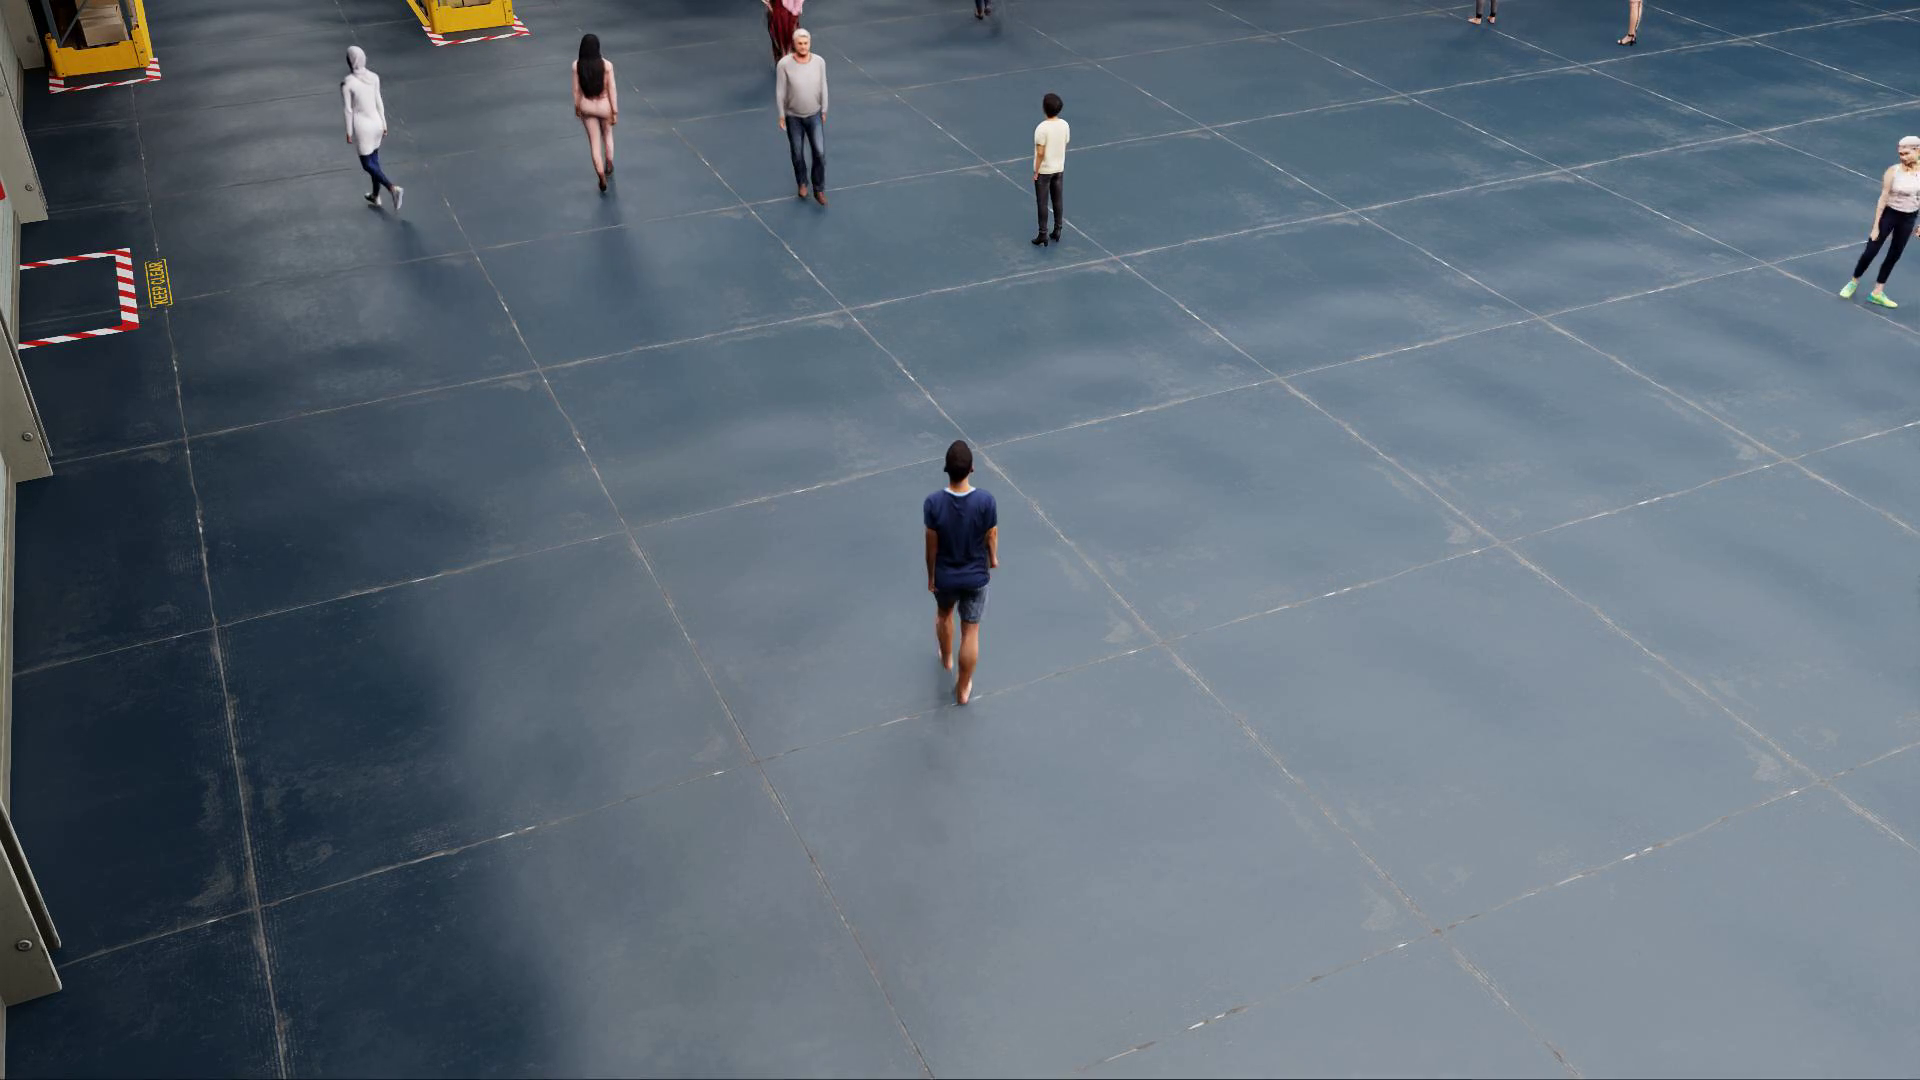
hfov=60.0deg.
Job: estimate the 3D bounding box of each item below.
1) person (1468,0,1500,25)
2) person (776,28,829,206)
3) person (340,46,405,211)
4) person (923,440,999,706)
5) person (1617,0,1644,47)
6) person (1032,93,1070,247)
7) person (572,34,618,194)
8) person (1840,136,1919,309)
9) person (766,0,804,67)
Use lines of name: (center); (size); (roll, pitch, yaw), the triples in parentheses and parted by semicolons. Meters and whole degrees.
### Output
person: (7.680, -8.385, 23.940); (0.750, 1.841, 0.662); (-4, 33, -7)
person: (-1.738, -4.665, 18.182); (0.860, 1.883, 0.995); (-6, 33, -8)
person: (-6.324, -4.377, 17.856); (1.107, 1.756, 0.916); (24, 40, 32)
person: (0.009, 0.265, 10.655); (0.855, 1.825, 0.982); (3, 33, 4)
person: (9.471, -7.797, 23.051); (0.608, 1.825, 0.565); (-24, 40, -32)
person: (0.921, -3.817, 17.149); (0.632, 1.588, 0.542); (-22, 39, -30)
person: (-4.018, -4.687, 18.393); (0.779, 1.689, 1.023); (-7, 34, -11)
person: (8.966, -3.044, 15.874); (0.804, 1.681, 0.801); (-8, 34, -12)
person: (-2.376, -7.124, 22.185); (0.673, 1.642, 0.800); (-13, 35, -19)
